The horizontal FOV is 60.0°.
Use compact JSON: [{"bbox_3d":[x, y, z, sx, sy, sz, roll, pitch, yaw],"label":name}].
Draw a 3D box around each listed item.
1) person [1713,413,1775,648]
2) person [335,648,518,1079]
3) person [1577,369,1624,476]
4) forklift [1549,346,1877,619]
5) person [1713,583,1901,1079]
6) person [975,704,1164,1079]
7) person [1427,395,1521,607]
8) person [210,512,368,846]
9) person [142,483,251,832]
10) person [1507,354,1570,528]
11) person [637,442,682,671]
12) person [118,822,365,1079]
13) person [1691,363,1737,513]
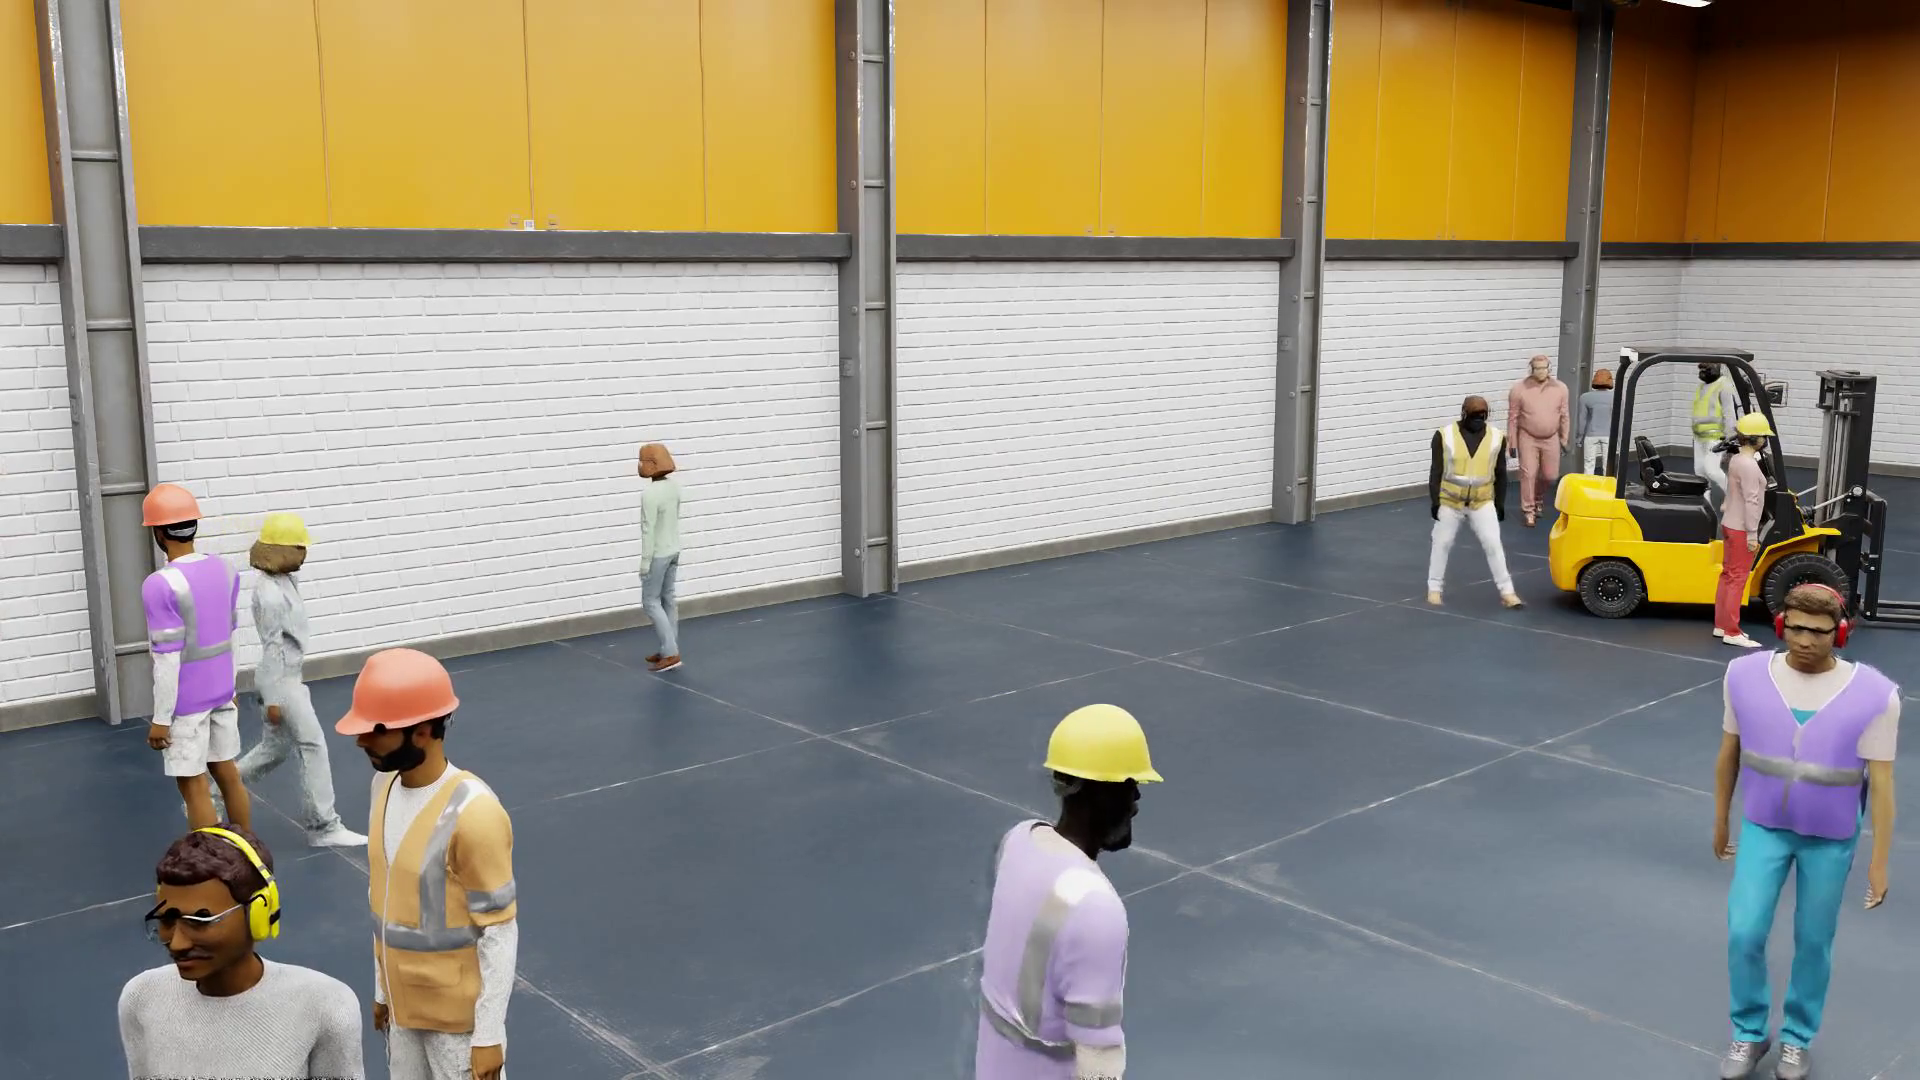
[{"bbox_3d":[5.947,-0.078,12.602,0.312,1.768,0.530,2,10,11],"label":"person"},{"bbox_3d":[-1.420,1.229,4.451,0.550,1.933,0.375,8,13,39],"label":"person"},{"bbox_3d":[7.497,-1.190,19.500,0.503,1.631,0.283,3,10,19],"label":"person"},{"bbox_3d":[6.109,-0.478,13.691,2.313,2.155,1.214,3,10,16],"label":"forklift"},{"bbox_3d":[2.942,1.047,5.833,0.594,1.821,0.564,7,12,34],"label":"person"},{"bbox_3d":[0.310,1.328,4.061,0.906,1.876,0.650,-3,10,-15],"label":"person"},{"bbox_3d":[4.305,-0.325,13.960,0.750,1.812,0.459,1,10,7],"label":"person"},{"bbox_3d":[-3.401,0.708,8.189,0.802,1.707,0.494,-3,10,-16],"label":"person"},{"bbox_3d":[-3.479,0.707,7.518,0.369,1.930,0.551,2,10,12],"label":"person"},{"bbox_3d":[6.307,-1.092,18.186,0.660,1.888,0.551,1,10,4],"label":"person"},{"bbox_3d":[-2.153,0.118,11.860,0.326,1.637,0.511,3,10,17],"label":"person"},{"bbox_3d":[-1.409,1.457,3.311,0.513,1.872,0.331,1,10,5],"label":"person"},{"bbox_3d":[8.531,-1.165,18.812,0.522,1.823,0.666,-2,10,-10],"label":"person"}]
